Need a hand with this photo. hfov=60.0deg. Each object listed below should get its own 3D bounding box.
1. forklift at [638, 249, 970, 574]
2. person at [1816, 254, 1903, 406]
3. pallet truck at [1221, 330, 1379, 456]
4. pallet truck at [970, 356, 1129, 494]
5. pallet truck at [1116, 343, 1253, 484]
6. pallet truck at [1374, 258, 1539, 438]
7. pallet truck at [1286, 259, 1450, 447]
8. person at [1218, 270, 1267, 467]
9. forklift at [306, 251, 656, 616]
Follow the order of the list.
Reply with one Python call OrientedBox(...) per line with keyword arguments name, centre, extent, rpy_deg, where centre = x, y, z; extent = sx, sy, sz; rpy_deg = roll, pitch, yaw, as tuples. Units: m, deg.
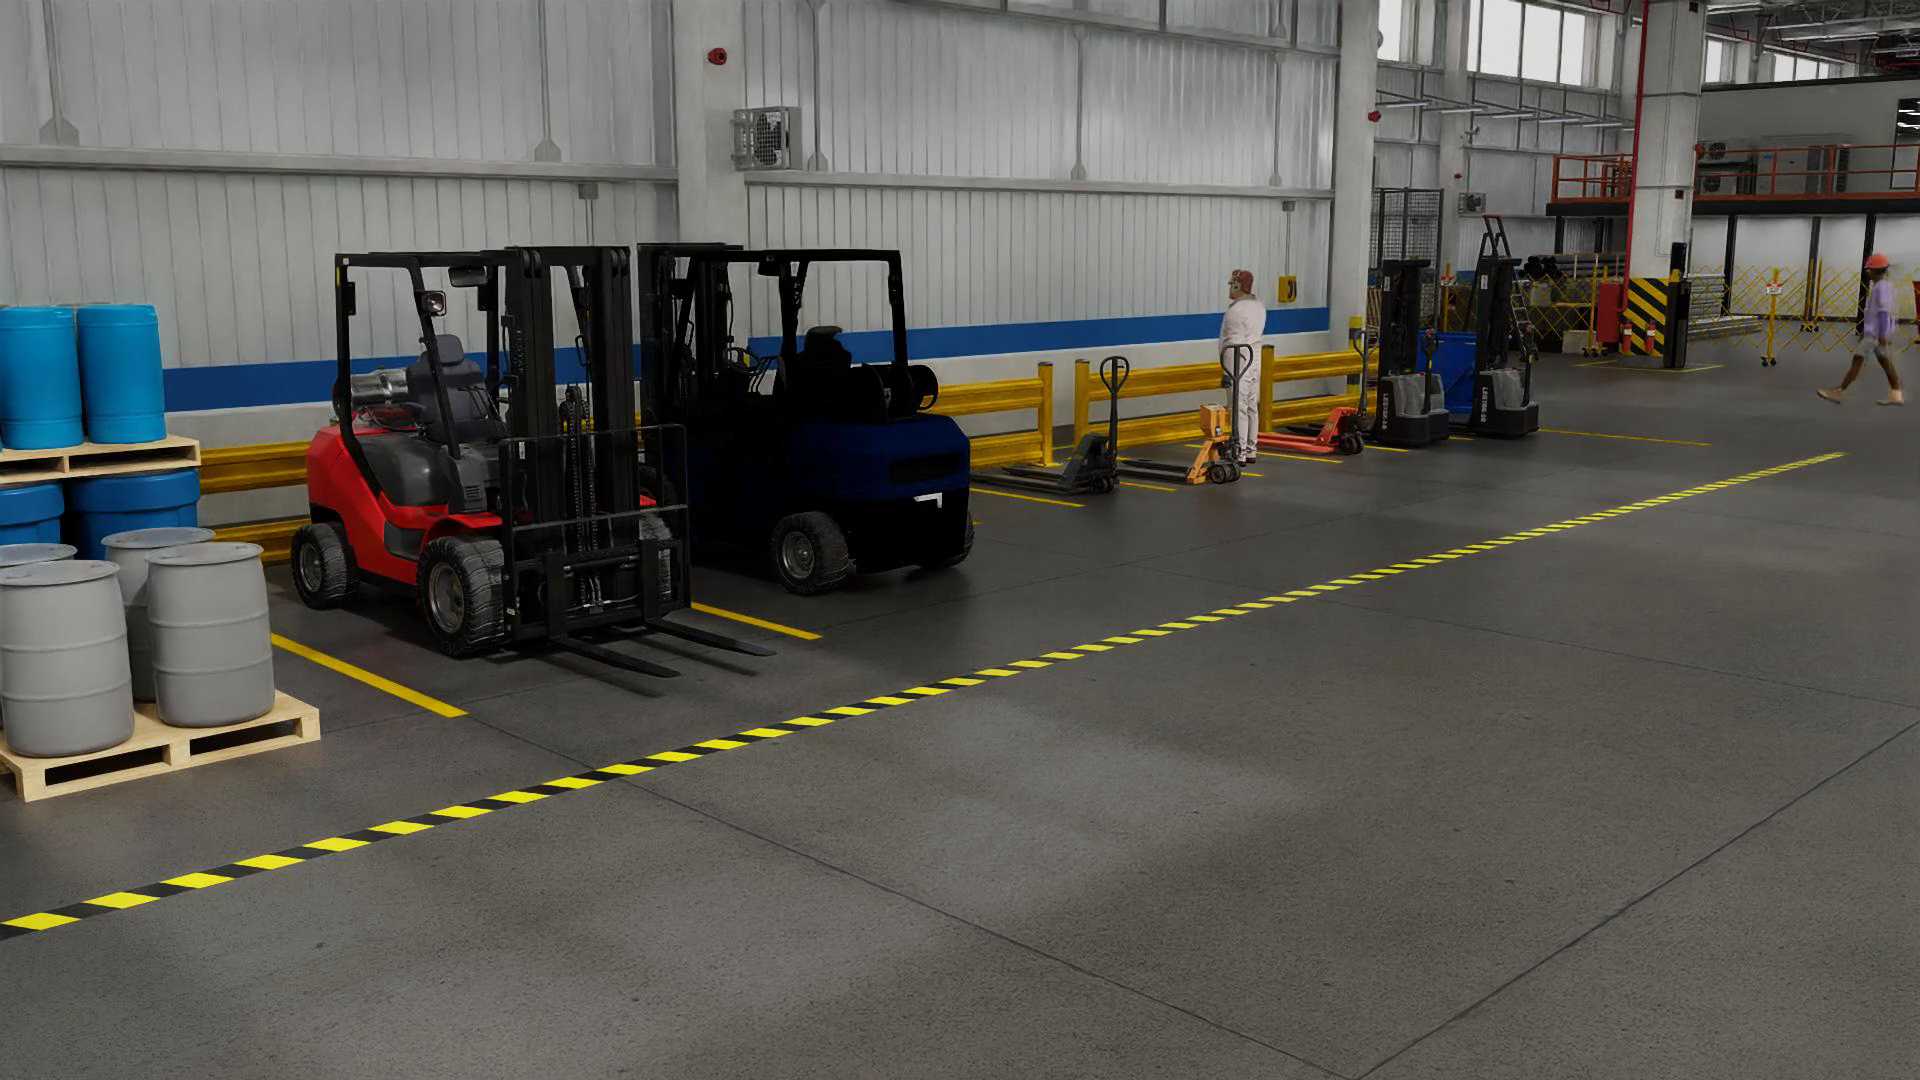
OrientedBox(name="forklift", centre=(-1.173, -0.958, 11.239), extent=(2.680, 1.987, 1.157), rpy_deg=(10, 14, 43))
OrientedBox(name="person", centre=(12.014, -2.769, 21.989), extent=(1.064, 1.980, 0.629), rpy_deg=(6, 12, 28))
OrientedBox(name="pallet truck", centre=(3.563, -1.581, 17.381), extent=(0.653, 1.274, 1.630), rpy_deg=(-10, 14, -44))
OrientedBox(name="pallet truck", centre=(0.784, -1.085, 14.876), extent=(0.680, 1.201, 1.601), rpy_deg=(-10, 14, -44))
OrientedBox(name="pallet truck", centre=(1.962, -1.215, 15.415), extent=(1.522, 1.261, 0.704), rpy_deg=(10, 14, 43))
OrientedBox(name="pallet truck", centre=(5.704, -2.208, 18.901), extent=(1.885, 1.965, 0.823), rpy_deg=(10, 14, 43))
OrientedBox(name="pallet truck", centre=(4.493, -2.078, 18.196), extent=(0.823, 1.965, 1.885), rpy_deg=(-9, 14, -40))
OrientedBox(name="person", centre=(2.712, -1.666, 16.195), extent=(0.406, 1.910, 0.639), rpy_deg=(7, 12, 32))
OrientedBox(name="forklift", centre=(-2.833, -0.669, 9.694), extent=(1.157, 1.987, 2.680), rpy_deg=(-10, 14, -44))
